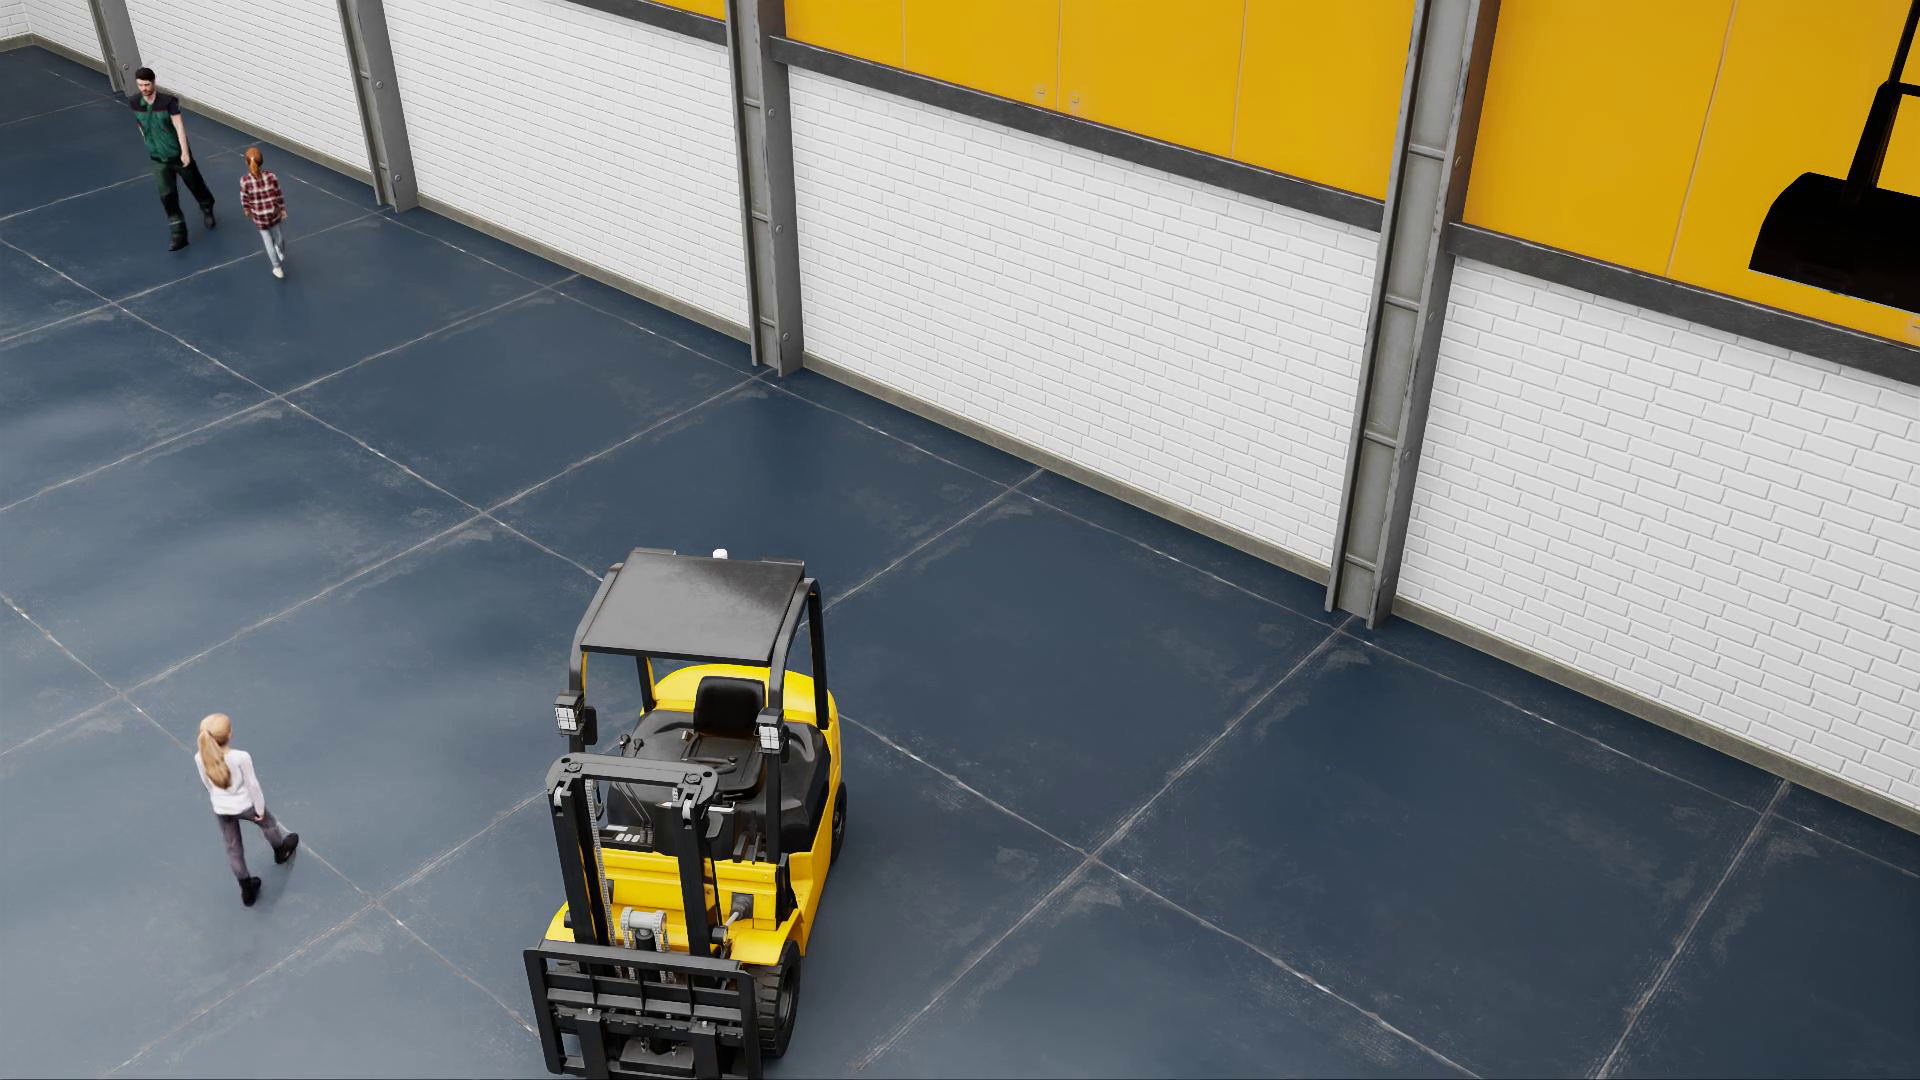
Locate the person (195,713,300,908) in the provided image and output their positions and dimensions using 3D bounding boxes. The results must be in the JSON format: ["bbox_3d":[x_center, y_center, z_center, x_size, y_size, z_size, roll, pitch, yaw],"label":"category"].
[{"bbox_3d":[-4.140,1.560,9.463,0.783,1.259,0.832,-2,34,-3],"label":"person"}]

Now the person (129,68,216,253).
[{"bbox_3d":[-8.181,-4.029,17.336,1.260,1.852,1.279,-2,34,-2],"label":"person"}]

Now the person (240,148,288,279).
[{"bbox_3d":[-6.957,-3.258,16.697,0.692,1.275,0.912,-20,39,-27],"label":"person"}]
